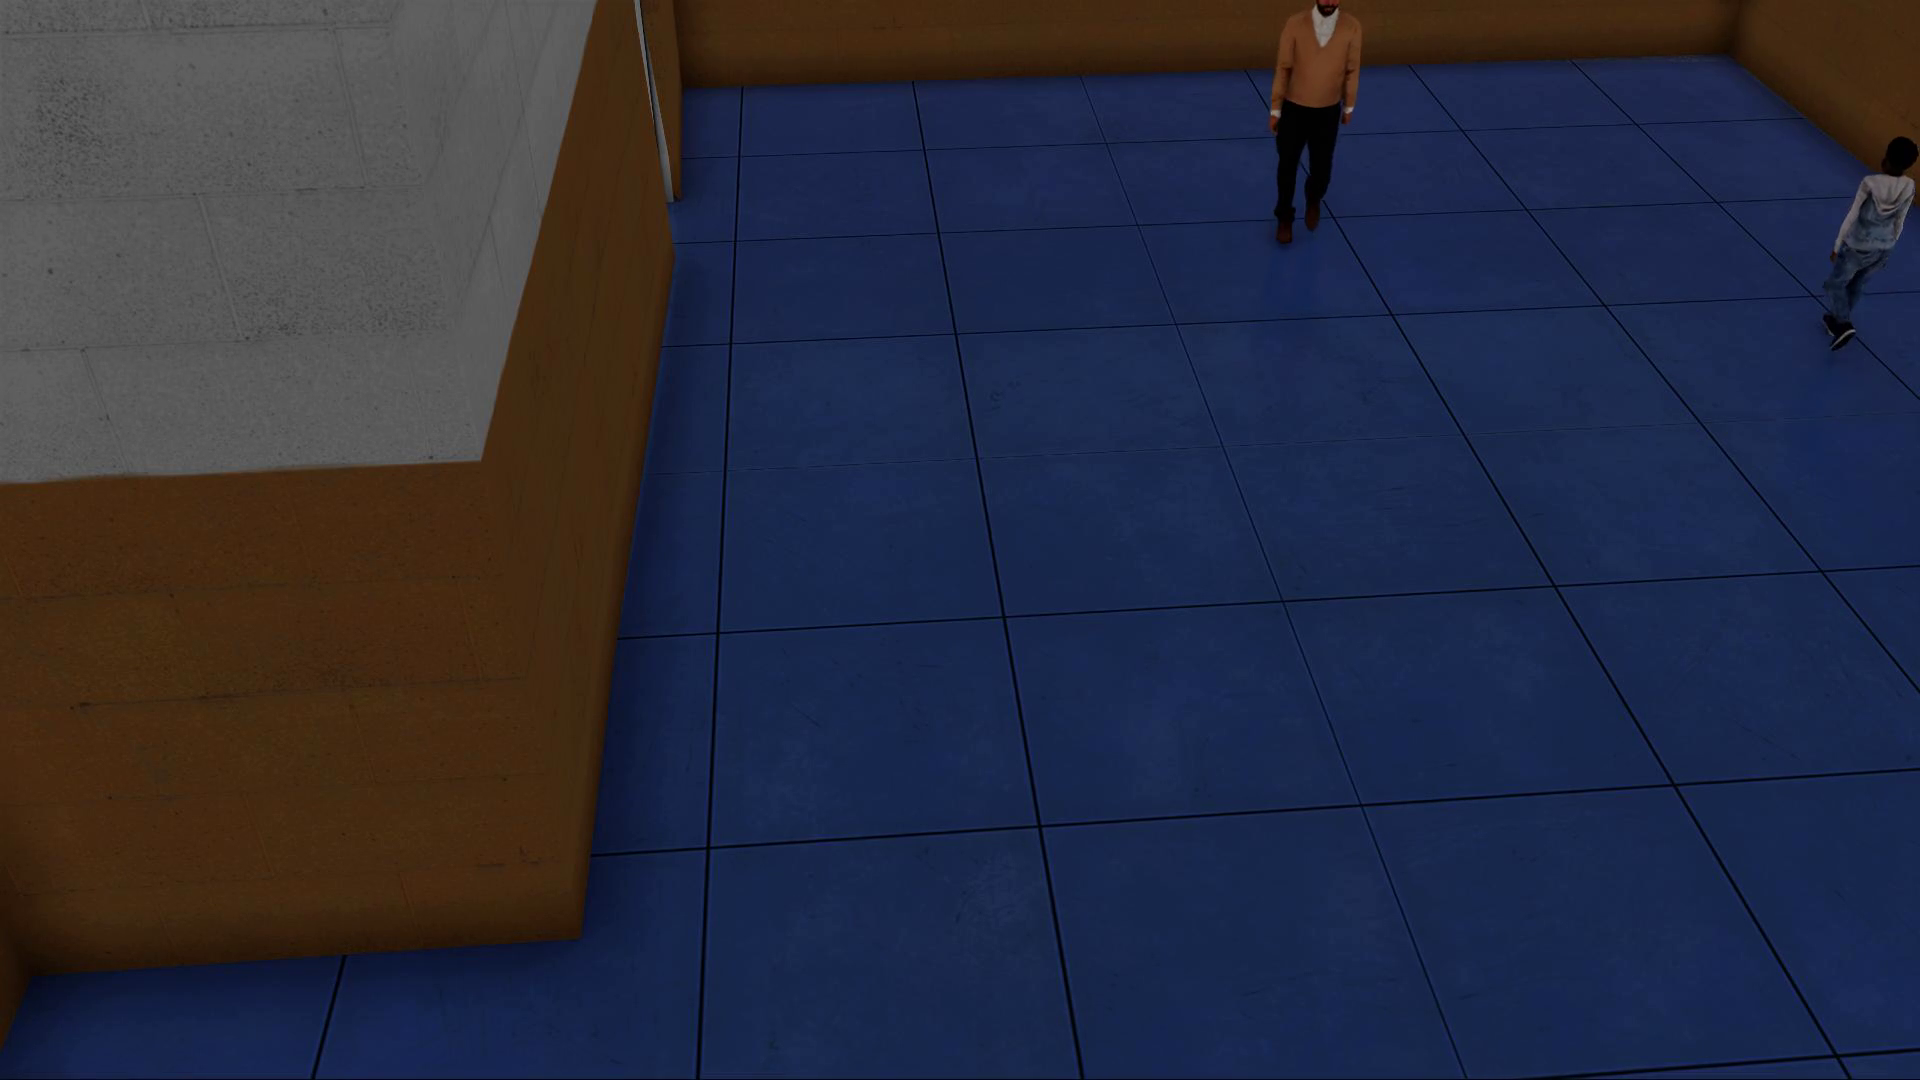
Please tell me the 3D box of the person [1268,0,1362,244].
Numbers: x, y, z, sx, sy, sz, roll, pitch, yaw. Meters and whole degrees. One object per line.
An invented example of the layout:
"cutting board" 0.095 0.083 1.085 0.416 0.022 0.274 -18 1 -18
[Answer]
"person" 2.210 -2.750 10.487 0.730 1.739 0.829 7 38 10

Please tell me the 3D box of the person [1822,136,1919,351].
"person" 5.162 -1.663 9.452 0.710 1.249 0.599 2 37 3
